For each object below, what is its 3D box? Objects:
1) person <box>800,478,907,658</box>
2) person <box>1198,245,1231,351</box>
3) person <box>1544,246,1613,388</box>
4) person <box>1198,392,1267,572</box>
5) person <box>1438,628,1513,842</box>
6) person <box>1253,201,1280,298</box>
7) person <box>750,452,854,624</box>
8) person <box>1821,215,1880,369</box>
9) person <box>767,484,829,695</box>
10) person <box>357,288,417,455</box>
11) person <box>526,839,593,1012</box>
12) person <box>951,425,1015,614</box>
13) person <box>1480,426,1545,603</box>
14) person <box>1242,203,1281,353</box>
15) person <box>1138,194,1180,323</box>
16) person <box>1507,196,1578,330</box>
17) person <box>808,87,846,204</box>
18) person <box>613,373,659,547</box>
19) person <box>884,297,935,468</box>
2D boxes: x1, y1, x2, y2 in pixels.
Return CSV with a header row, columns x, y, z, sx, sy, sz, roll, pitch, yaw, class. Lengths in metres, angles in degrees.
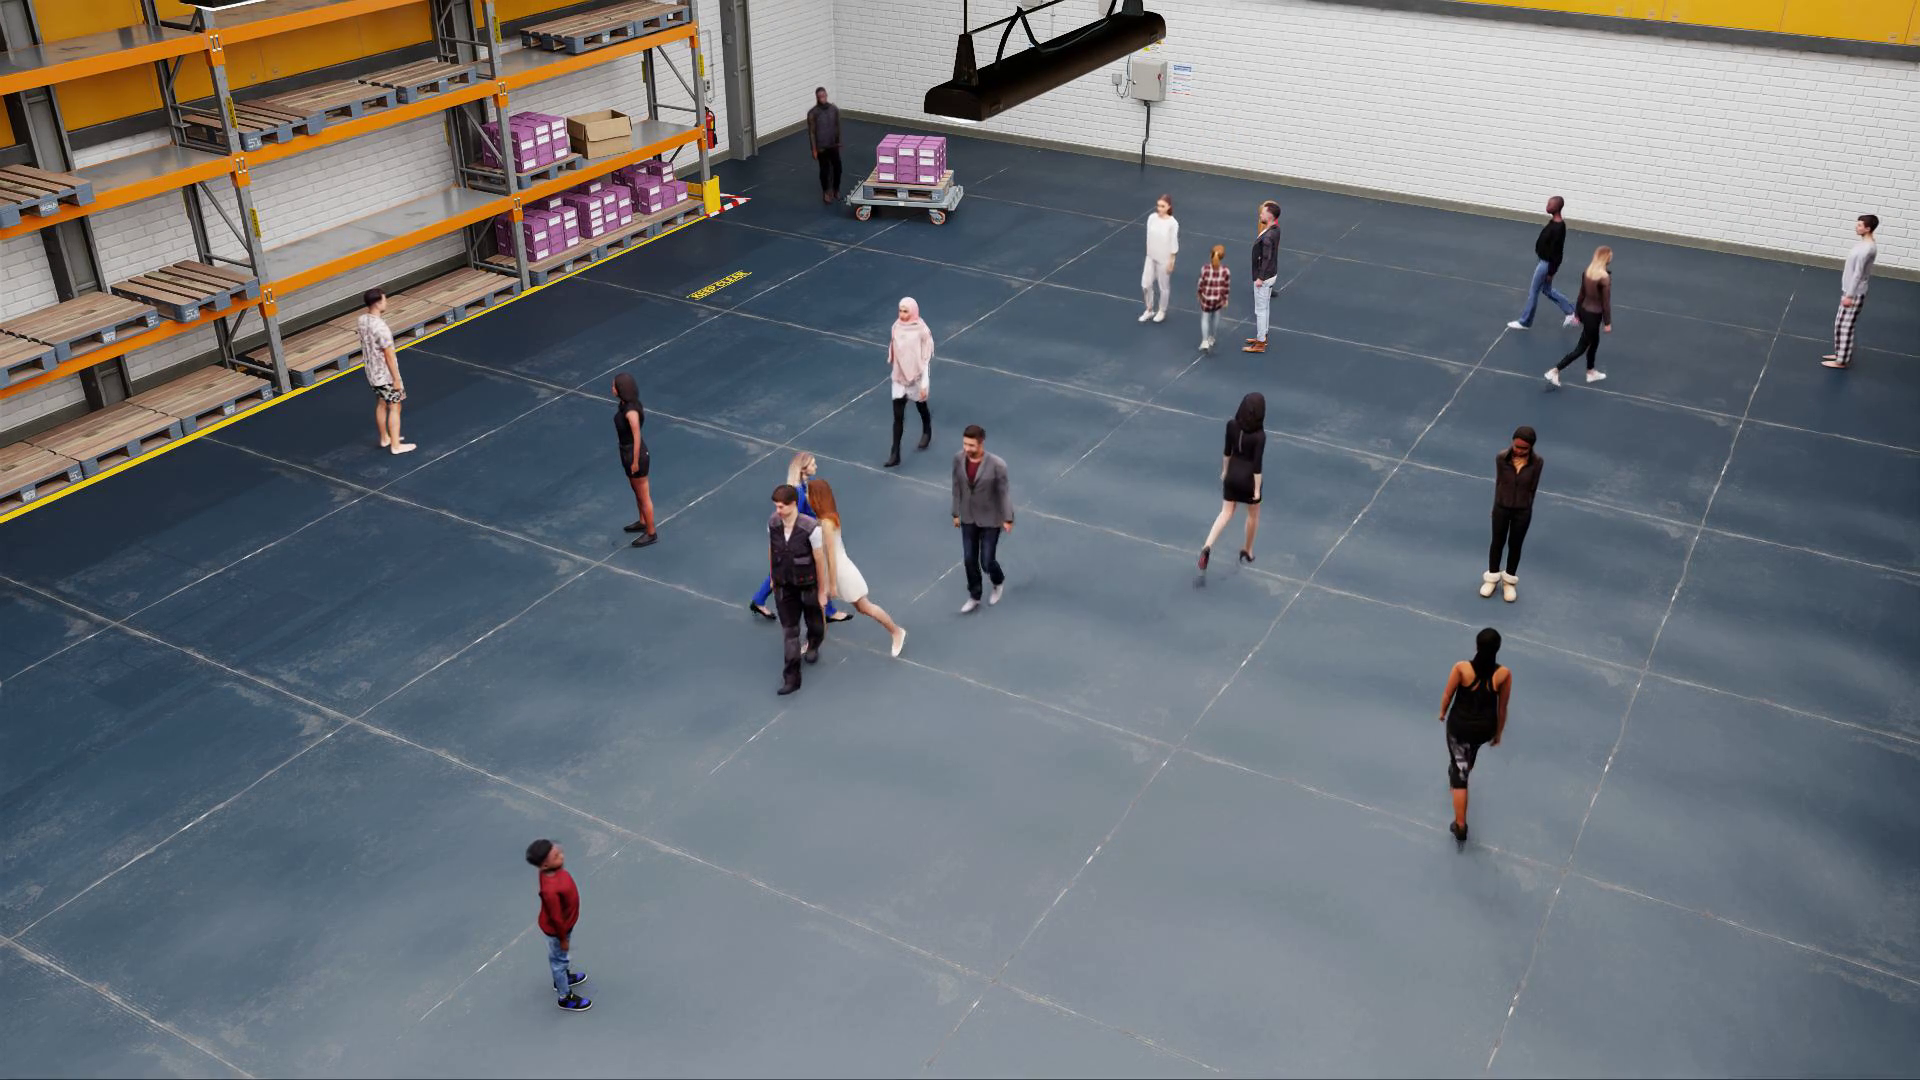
x,y,z,sx,sy,sz,roll,pitch,yaw,class
-0.945,0.266,13.967,1.204,1.659,1.180,-8,30,-14,person
3.065,-2.920,20.195,0.723,1.288,0.854,0,29,0,person
7.158,-2.517,19.056,1.114,1.671,1.094,-5,29,-9,person
2.515,-0.480,15.211,1.082,1.777,0.769,-26,38,-38,person
3.671,1.395,11.942,0.908,1.616,1.187,3,29,5,person
4.043,-3.844,21.896,0.605,1.281,0.569,-19,34,-31,person
-1.487,0.025,14.421,1.093,1.648,1.181,0,29,1,person
10.574,-2.938,19.648,0.693,1.844,0.516,12,31,20,person
-1.300,0.318,13.729,0.913,1.796,1.235,7,29,12,person
-6.112,-1.784,17.566,0.715,1.811,0.644,23,36,35,person
-2.546,2.400,10.476,0.644,1.256,0.588,-8,30,-15,person
0.219,-0.213,14.646,0.739,1.850,0.743,16,33,27,person
4.975,-0.284,14.975,0.652,1.660,0.608,15,32,26,person
3.690,-3.179,20.098,0.751,1.837,0.548,10,30,17,person
2.569,-3.578,20.997,0.660,1.675,0.665,19,34,31,person
7.373,-3.406,20.630,0.921,1.724,1.102,4,29,8,person
-2.039,-6.005,25.318,0.774,1.800,0.909,-25,37,-38,person
-3.095,-0.784,15.805,0.706,1.742,0.669,-11,30,-19,person
-0.460,-1.687,17.450,0.719,1.753,1.199,13,31,22,person
